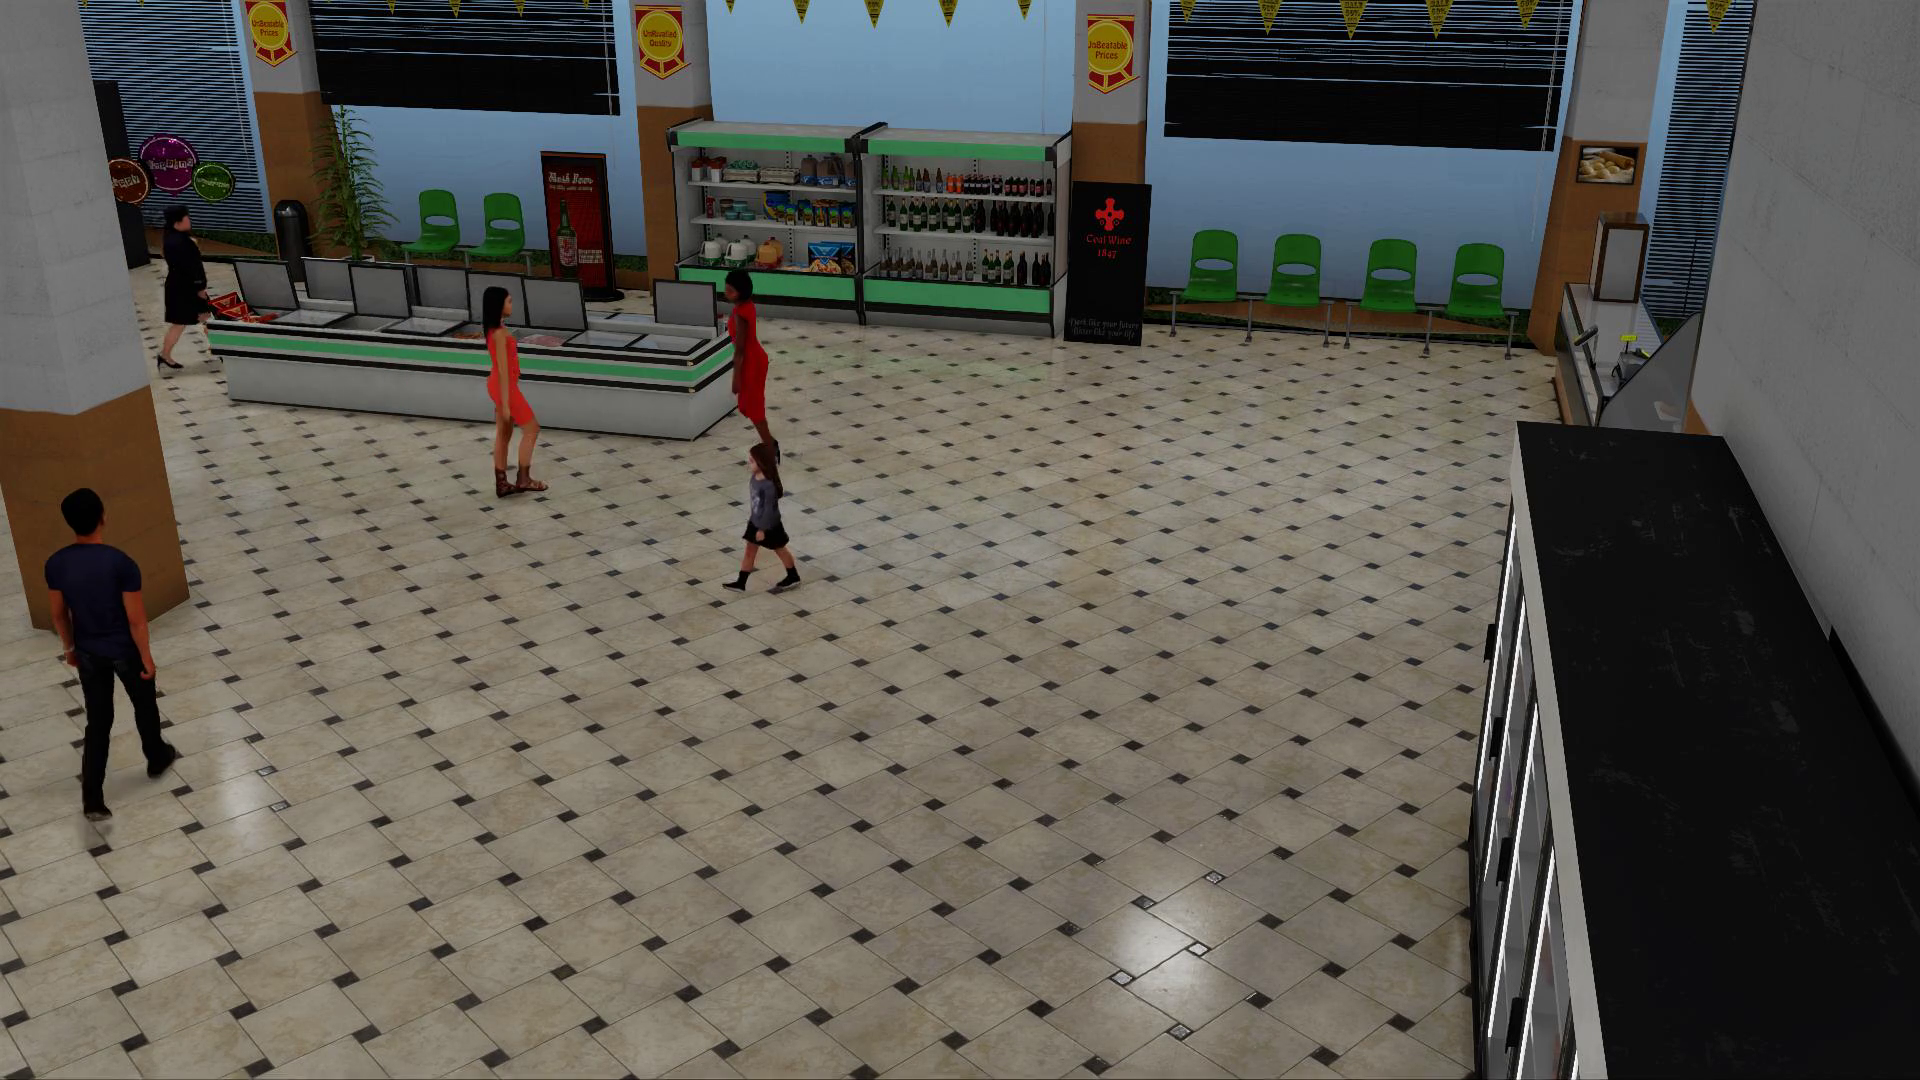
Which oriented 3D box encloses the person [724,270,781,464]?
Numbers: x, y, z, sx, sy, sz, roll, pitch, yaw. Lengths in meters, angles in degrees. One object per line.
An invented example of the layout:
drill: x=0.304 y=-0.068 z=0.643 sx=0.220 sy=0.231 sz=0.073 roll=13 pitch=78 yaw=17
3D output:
person: x=-1.686 y=-1.405 z=13.856 sx=0.740 sy=1.715 sz=0.711 roll=2 pitch=22 yaw=6

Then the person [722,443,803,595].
person: x=-1.297 y=-0.136 z=11.554 sx=0.802 sy=1.077 sz=0.771 roll=-14 pitch=26 yaw=-32

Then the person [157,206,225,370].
person: x=-7.824 y=-2.471 z=16.625 sx=1.186 sy=1.629 sz=1.092 roll=-10 pitch=24 yaw=-23

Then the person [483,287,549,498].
person: x=-3.690 y=-1.144 z=13.222 sx=0.820 sy=1.705 sz=0.763 roll=-11 pitch=24 yaw=-25

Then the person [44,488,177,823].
person: x=-4.503 y=0.639 z=8.714 sx=1.187 sy=1.756 sz=1.002 roll=-3 pitch=22 yaw=-7
